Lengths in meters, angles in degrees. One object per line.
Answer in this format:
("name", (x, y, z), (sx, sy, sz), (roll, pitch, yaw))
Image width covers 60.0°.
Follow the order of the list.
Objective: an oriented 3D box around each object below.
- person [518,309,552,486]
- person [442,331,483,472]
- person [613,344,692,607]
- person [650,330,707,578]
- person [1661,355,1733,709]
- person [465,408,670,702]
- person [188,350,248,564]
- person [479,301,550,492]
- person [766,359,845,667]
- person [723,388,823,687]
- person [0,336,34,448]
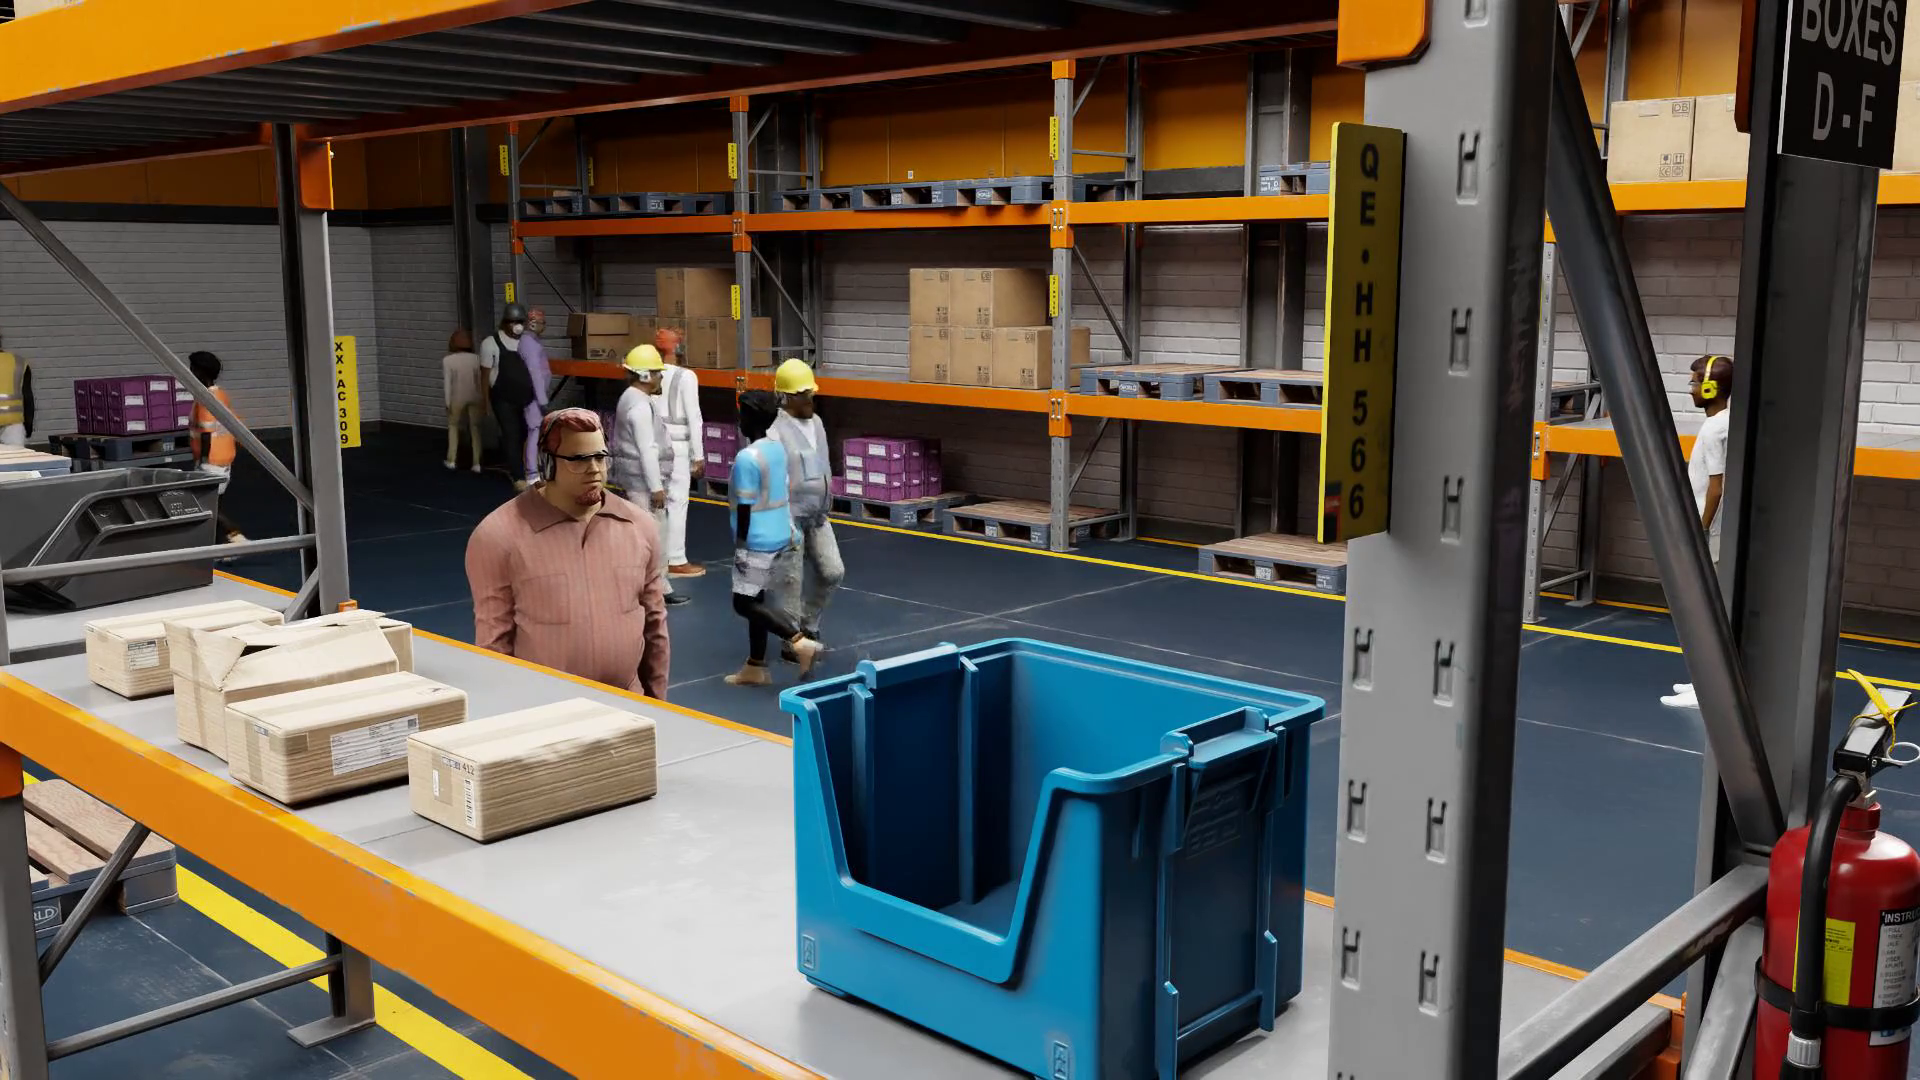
("person", (-4.543, -1.510, 17.726), (0.395, 1.893, 0.663), (-4, 10, -25))
("person", (-5.703, -1.586, 19.063), (0.503, 1.601, 0.797), (-6, 11, -33))
("person", (-2.211, -0.408, 11.208), (0.700, 1.813, 0.583), (-2, 10, -13))
("person", (-2.212, -0.649, 12.581), (0.645, 1.850, 0.421), (6, 11, 33))
("person", (3.944, -0.036, 8.772), (0.311, 1.865, 0.532), (7, 11, 36))
("person", (-1.180, 0.537, 5.174), (0.636, 1.899, 0.401), (-7, 11, -35))
("person", (-5.814, -0.624, 12.904), (0.444, 1.694, 0.556), (-2, 9, -9))
("person", (-4.736, -1.574, 17.663), (0.685, 2.000, 1.025), (-7, 12, -36))
("person", (-0.933, -0.141, 9.605), (0.407, 1.809, 0.586), (5, 11, 30))
("person", (-1.031, 0.011, 9.083), (0.559, 1.679, 0.541), (2, 10, 15))
("person", (-8.945, -1.084, 15.414), (0.664, 1.793, 0.958), (-9, 13, -44))
